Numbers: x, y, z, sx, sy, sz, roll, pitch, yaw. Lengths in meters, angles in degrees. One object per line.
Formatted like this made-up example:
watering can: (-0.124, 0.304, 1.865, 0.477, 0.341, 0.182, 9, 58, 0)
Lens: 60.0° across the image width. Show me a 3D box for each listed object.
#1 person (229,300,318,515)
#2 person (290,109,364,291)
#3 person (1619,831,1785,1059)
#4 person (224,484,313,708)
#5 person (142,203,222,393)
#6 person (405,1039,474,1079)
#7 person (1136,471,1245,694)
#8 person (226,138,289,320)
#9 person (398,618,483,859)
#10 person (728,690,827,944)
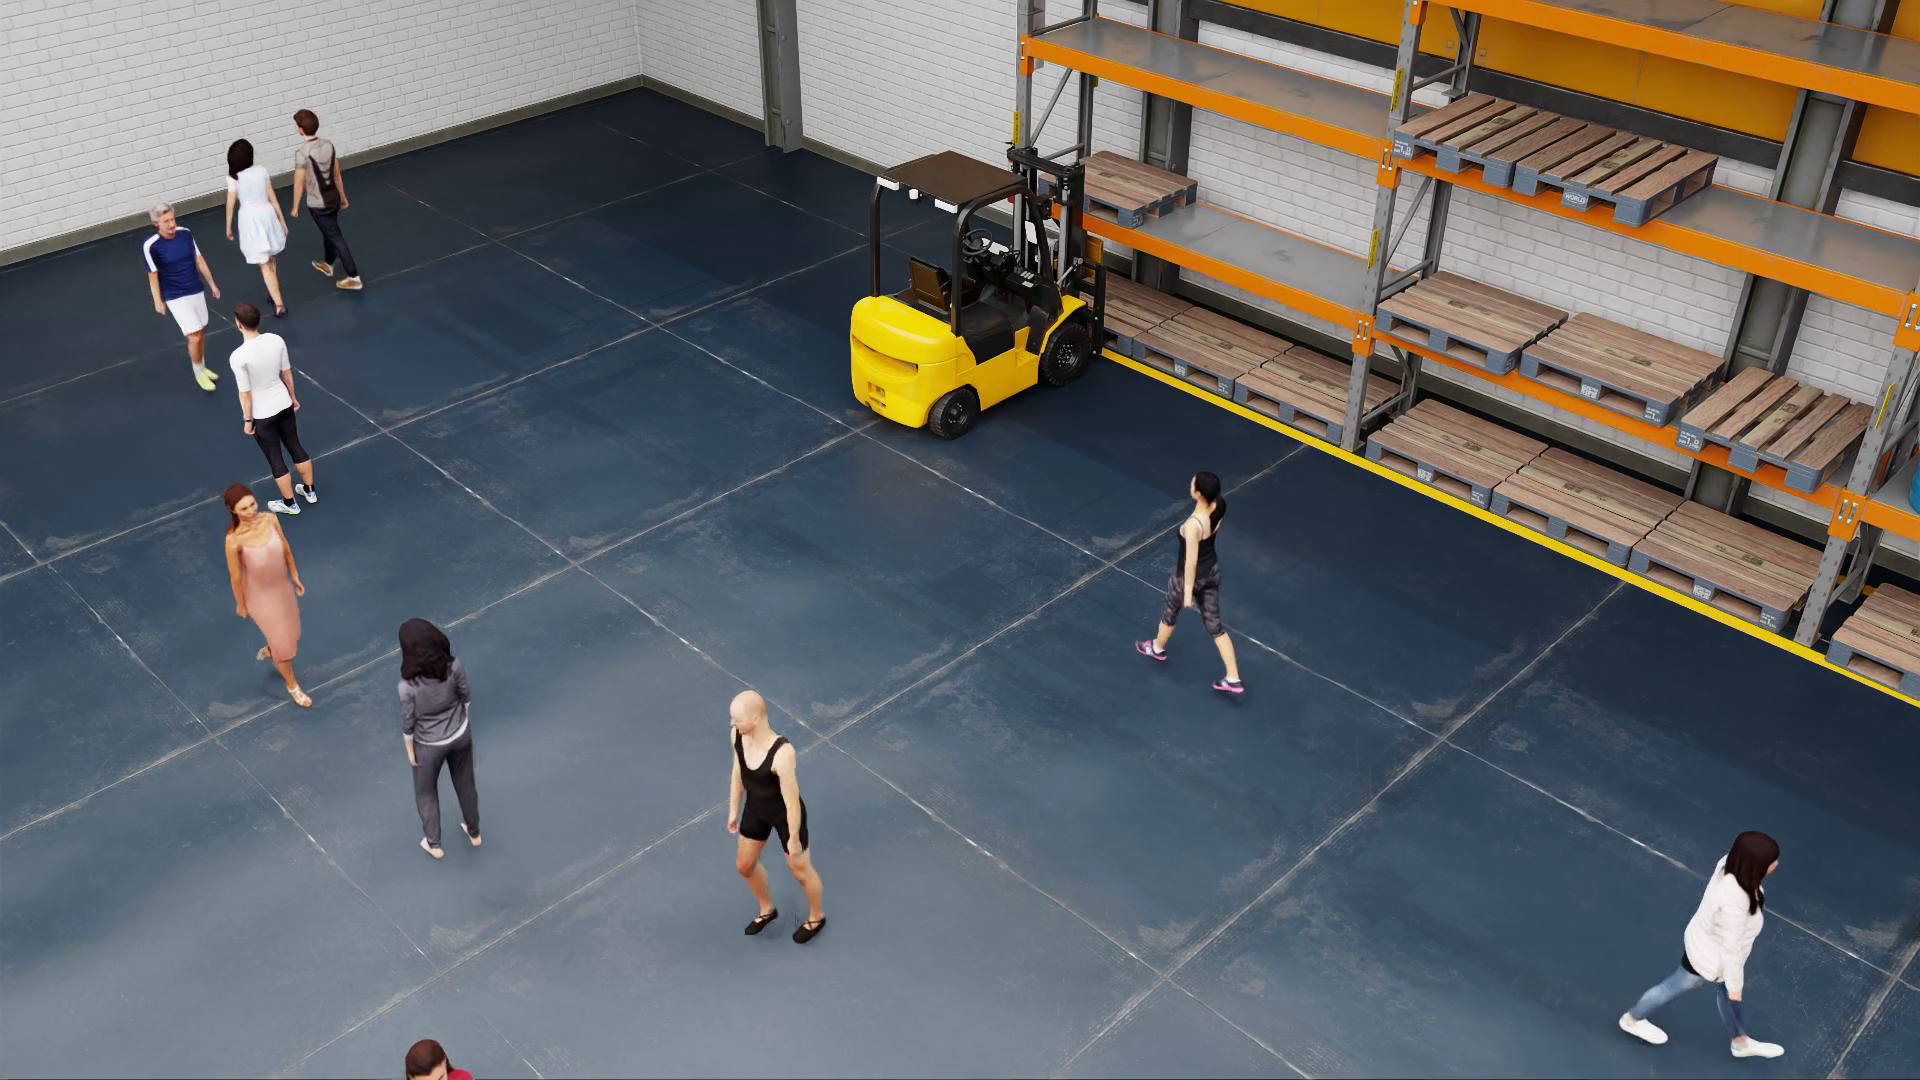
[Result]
person: (-5.557, -1.067, 13.411, 0.646, 1.851, 0.728, 18, 38, 25)
person: (-6.400, -3.419, 16.936, 1.096, 1.866, 0.895, 13, 36, 18)
person: (3.901, 2.149, 8.805, 1.148, 1.593, 0.898, 13, 36, 18)
person: (-4.744, 0.345, 11.327, 0.914, 1.806, 0.725, 16, 37, 22)
person: (-7.182, -2.266, 15.248, 0.794, 1.815, 0.753, 15, 36, 21)
person: (-2.436, 2.831, 7.855, 0.546, 1.509, 1.008, -27, 42, -35)
person: (1.720, 0.324, 11.474, 1.145, 1.679, 0.572, 28, 43, 35)
person: (-6.854, -3.028, 16.419, 0.770, 1.786, 0.866, -26, 42, -33)
person: (-3.097, 1.220, 10.054, 0.651, 1.758, 0.627, -24, 40, -31)
person: (-1.031, 1.547, 9.531, 0.623, 1.792, 0.742, 17, 37, 24)
